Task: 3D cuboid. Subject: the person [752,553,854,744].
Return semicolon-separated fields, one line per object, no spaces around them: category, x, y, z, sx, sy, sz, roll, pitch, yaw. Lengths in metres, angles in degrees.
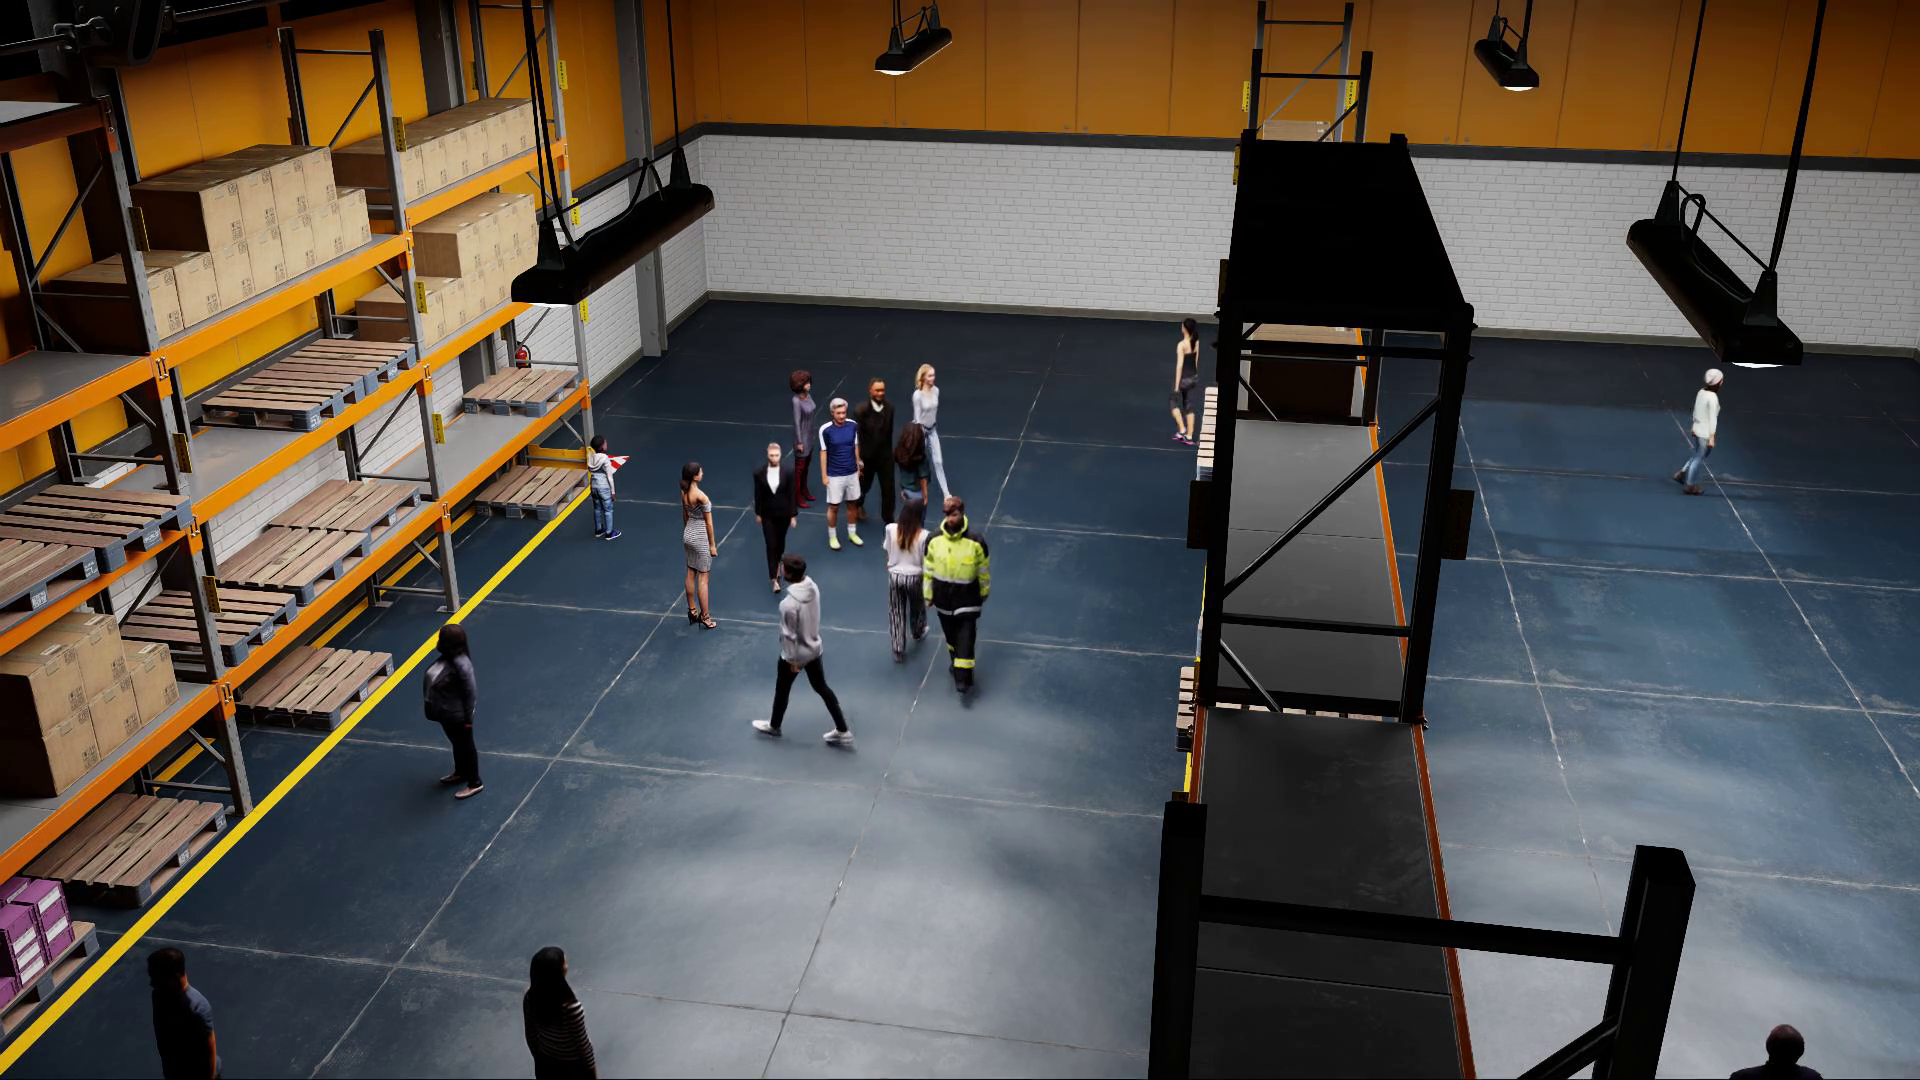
person;-1.331;1.007;14.910;1.036;1.888;1.244;13;27;27

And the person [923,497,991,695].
person;-0.015;0.463;16.103;0.788;1.929;1.169;4;24;9

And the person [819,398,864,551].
person;-1.370;-0.787;19.085;0.729;1.831;0.773;-13;27;-28

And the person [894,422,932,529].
person;-0.561;-0.527;18.784;1.045;1.596;0.950;-19;30;-37

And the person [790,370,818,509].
person;-1.917;-1.248;20.292;0.679;1.710;0.487;7;25;16

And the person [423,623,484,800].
person;-4.327;1.443;14.277;0.858;1.596;0.797;-15;28;-31

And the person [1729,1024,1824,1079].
person;4.484;3.510;9.293;0.821;1.800;1.068;0;24;-1

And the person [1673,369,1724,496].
person;9.119;-1.334;20.579;0.663;1.638;0.616;1;24;3

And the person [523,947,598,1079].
person;-2.387;3.206;9.994;0.616;1.797;0.543;9;25;20

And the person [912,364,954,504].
person;-0.509;-1.297;20.348;1.121;1.754;1.107;-19;30;-36

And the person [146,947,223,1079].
person;-4.609;3.191;10.018;0.728;1.804;0.703;16;28;33

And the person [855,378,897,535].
person;-1.043;-1.000;19.525;1.117;1.868;1.353;-9;25;-19

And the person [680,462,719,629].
person;-2.720;0.046;17.191;0.711;1.822;0.684;-21;31;-40

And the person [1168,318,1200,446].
person;3.082;-2.090;22.211;0.716;1.716;0.779;-18;29;-35

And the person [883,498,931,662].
person;-0.549;0.421;16.560;0.694;1.639;0.940;3;24;7

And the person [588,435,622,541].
person;-4.193;-0.627;19.435;0.536;1.258;0.571;14;27;29

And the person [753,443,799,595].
person;-2.001;-0.273;18.124;0.861;1.659;1.154;-3;24;-8
